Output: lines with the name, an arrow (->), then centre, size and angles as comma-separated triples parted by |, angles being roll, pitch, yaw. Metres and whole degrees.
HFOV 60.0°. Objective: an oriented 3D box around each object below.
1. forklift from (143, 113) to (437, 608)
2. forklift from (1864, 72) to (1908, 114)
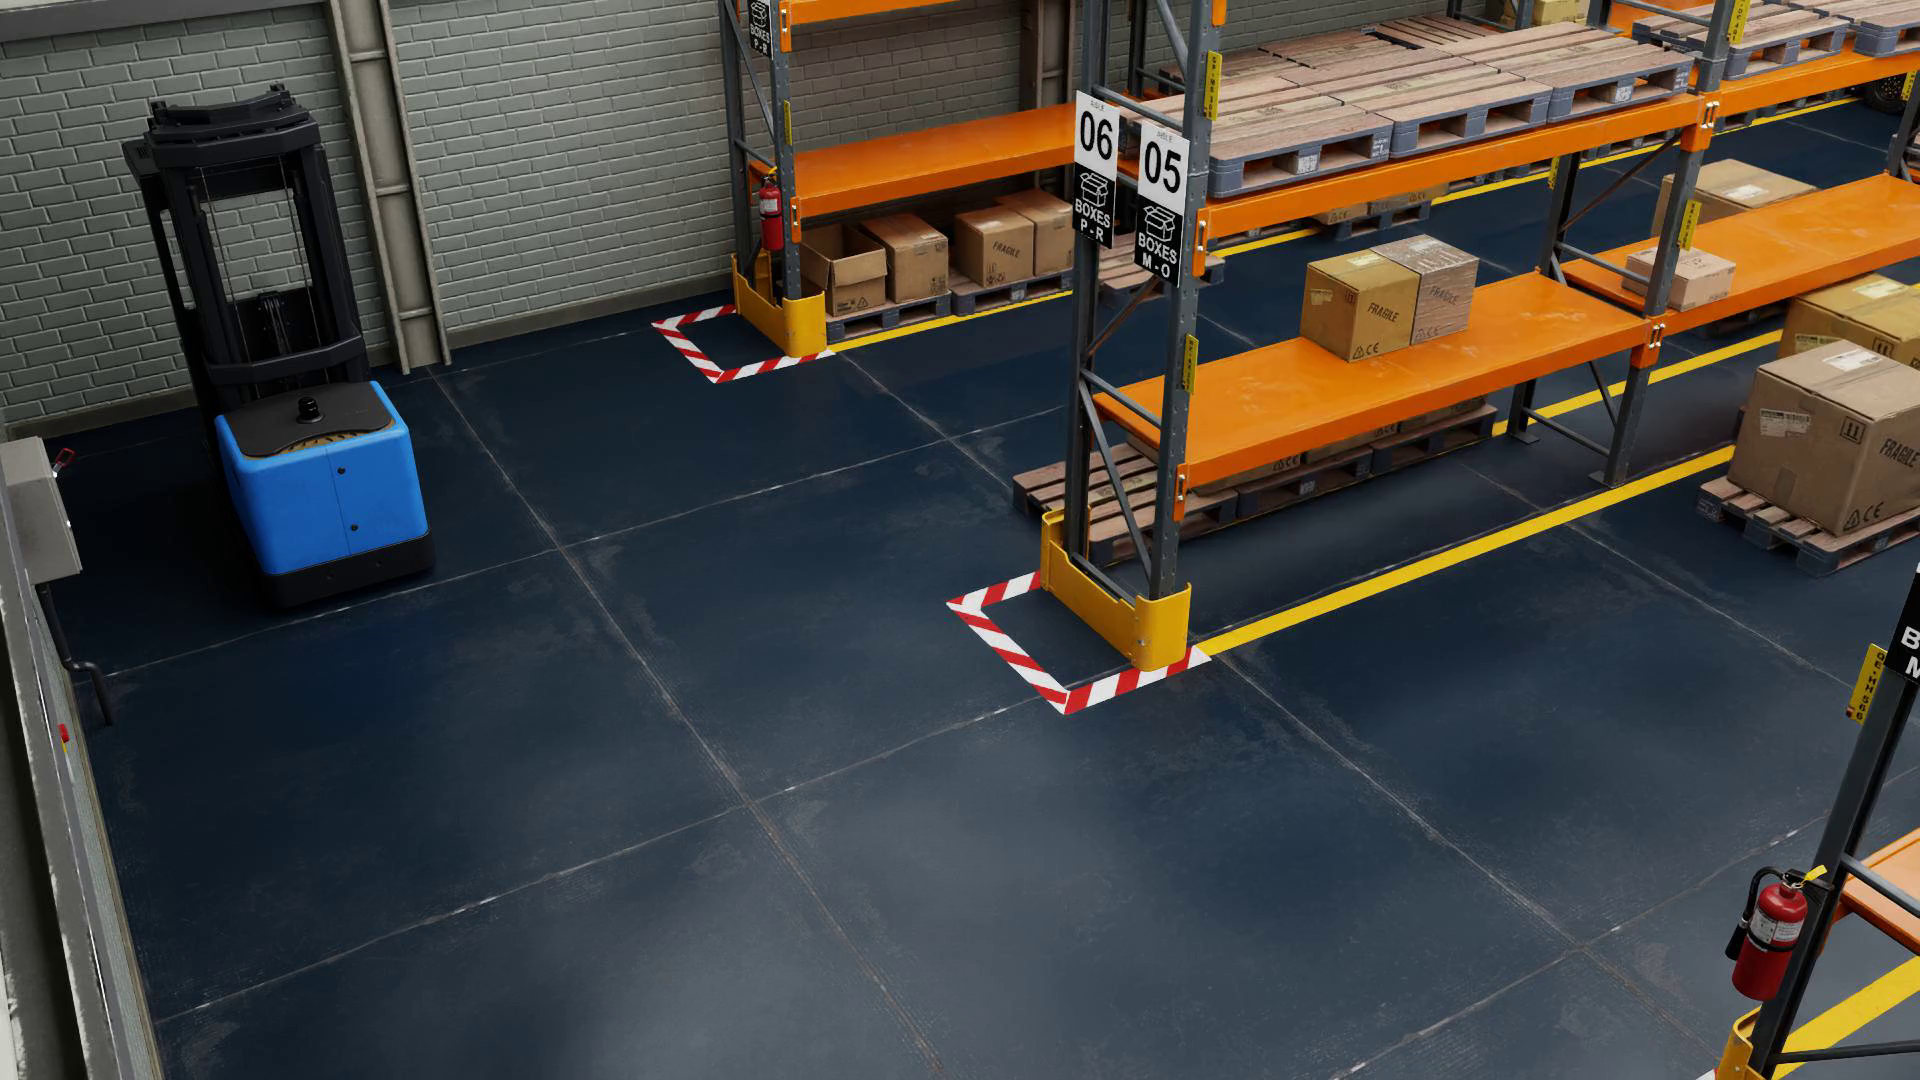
forklift -> -4.289, -1.259, 10.509 | 1.129, 2.768, 1.873 | -17, 36, -26
forklift -> 11.468, -5.645, 18.244 | 1.214, 2.155, 2.313 | -17, 36, -26
